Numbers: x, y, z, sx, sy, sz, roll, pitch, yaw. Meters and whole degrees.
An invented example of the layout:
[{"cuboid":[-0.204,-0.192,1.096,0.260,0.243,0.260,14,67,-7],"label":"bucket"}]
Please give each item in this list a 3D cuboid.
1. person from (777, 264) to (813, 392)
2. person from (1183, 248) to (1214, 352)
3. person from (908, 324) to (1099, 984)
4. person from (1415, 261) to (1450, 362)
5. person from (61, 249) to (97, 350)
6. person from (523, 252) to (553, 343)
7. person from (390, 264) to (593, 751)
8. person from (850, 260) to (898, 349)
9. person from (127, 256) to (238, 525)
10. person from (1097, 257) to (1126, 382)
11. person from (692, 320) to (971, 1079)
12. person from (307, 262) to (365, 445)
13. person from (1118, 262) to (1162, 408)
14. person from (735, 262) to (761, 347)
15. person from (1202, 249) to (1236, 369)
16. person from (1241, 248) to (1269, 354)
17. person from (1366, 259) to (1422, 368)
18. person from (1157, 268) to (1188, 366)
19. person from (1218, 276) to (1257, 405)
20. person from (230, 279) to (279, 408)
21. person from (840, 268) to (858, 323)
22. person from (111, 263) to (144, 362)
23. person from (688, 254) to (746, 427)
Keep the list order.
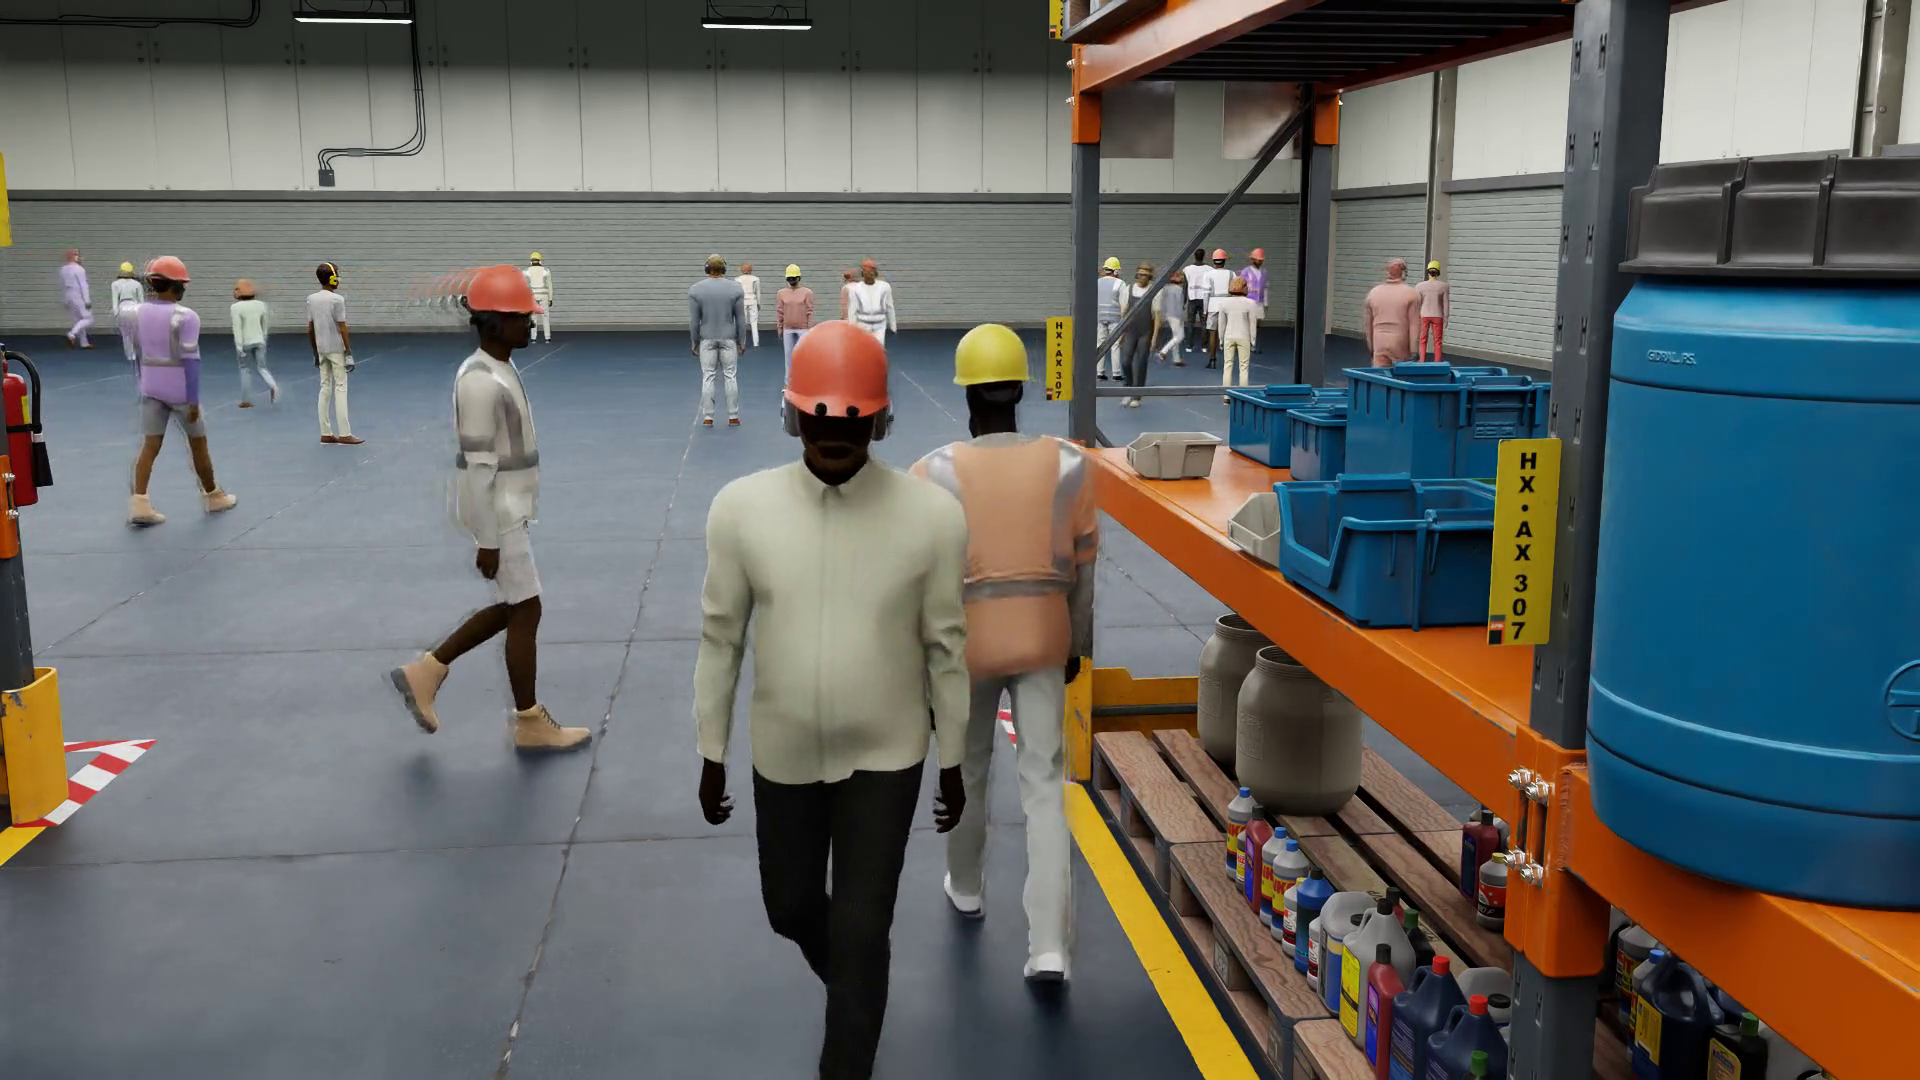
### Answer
[{"cuboid":[-2.261,-2.890,22.794,0.518,1.756,0.345,1,10,7],"label":"person"},{"cuboid":[4.424,-4.450,30.905,0.591,1.917,0.384,0,10,1],"label":"person"},{"cuboid":[0.133,0.316,4.874,0.583,1.887,0.977,-1,10,-7],"label":"person"},{"cuboid":[7.274,-3.421,25.684,0.533,1.767,0.326,3,11,14],"label":"person"},{"cuboid":[-16.661,-4.525,31.376,0.667,1.893,0.557,7,13,35],"label":"person"},{"cuboid":[-8.468,-4.850,33.363,0.589,1.822,0.403,-3,11,-14],"label":"person"},{"cuboid":[-1.947,-0.106,6.805,0.732,2.028,0.625,-2,10,-10],"label":"person"},{"cuboid":[-1.162,-2.871,22.545,0.648,1.817,1.025,0,10,-1],"label":"person"},{"cuboid":[-5.936,-1.123,12.481,0.632,1.992,1.055,2,11,12],"label":"person"},{"cuboid":[2.228,-3.248,24.547,0.601,1.830,0.404,7,13,34],"label":"person"},{"cuboid":[-0.293,0.455,3.920,0.649,1.961,0.849,1,10,3],"label":"person"},{"cuboid":[-6.447,-1.906,17.099,0.521,1.869,0.327,4,11,23],"label":"person"},{"cuboid":[2.223,-2.541,20.700,0.534,1.822,0.539,3,11,17],"label":"person"},{"cuboid":[-4.110,-4.558,32.265,0.521,1.637,0.311,-1,10,-5],"label":"person"},{"cuboid":[4.190,-3.739,26.962,0.546,1.934,0.376,-1,10,-6],"label":"person"},{"cuboid":[5.386,-4.345,30.308,0.557,1.921,0.409,-5,11,-23],"label":"person"},{"cuboid":[4.819,-2.126,18.263,0.680,1.872,0.863,9,14,40],"label":"person"},{"cuboid":[3.511,-3.647,27.313,0.473,1.619,0.509,-3,11,-14],"label":"person"},{"cuboid":[3.523,-2.523,21.120,0.498,1.634,0.281,5,12,26],"label":"person"},{"cuboid":[-8.774,-2.431,20.660,0.579,1.614,0.504,7,12,33],"label":"person"},{"cuboid":[-1.827,-3.653,27.315,0.373,1.623,0.544,3,11,17],"label":"person"},{"cuboid":[-14.288,-3.916,28.607,0.485,1.687,0.932,-4,11,-22],"label":"person"},{"cuboid":[-2.713,-2.228,18.666,0.636,1.939,0.364,-1,10,-8],"label":"person"}]
